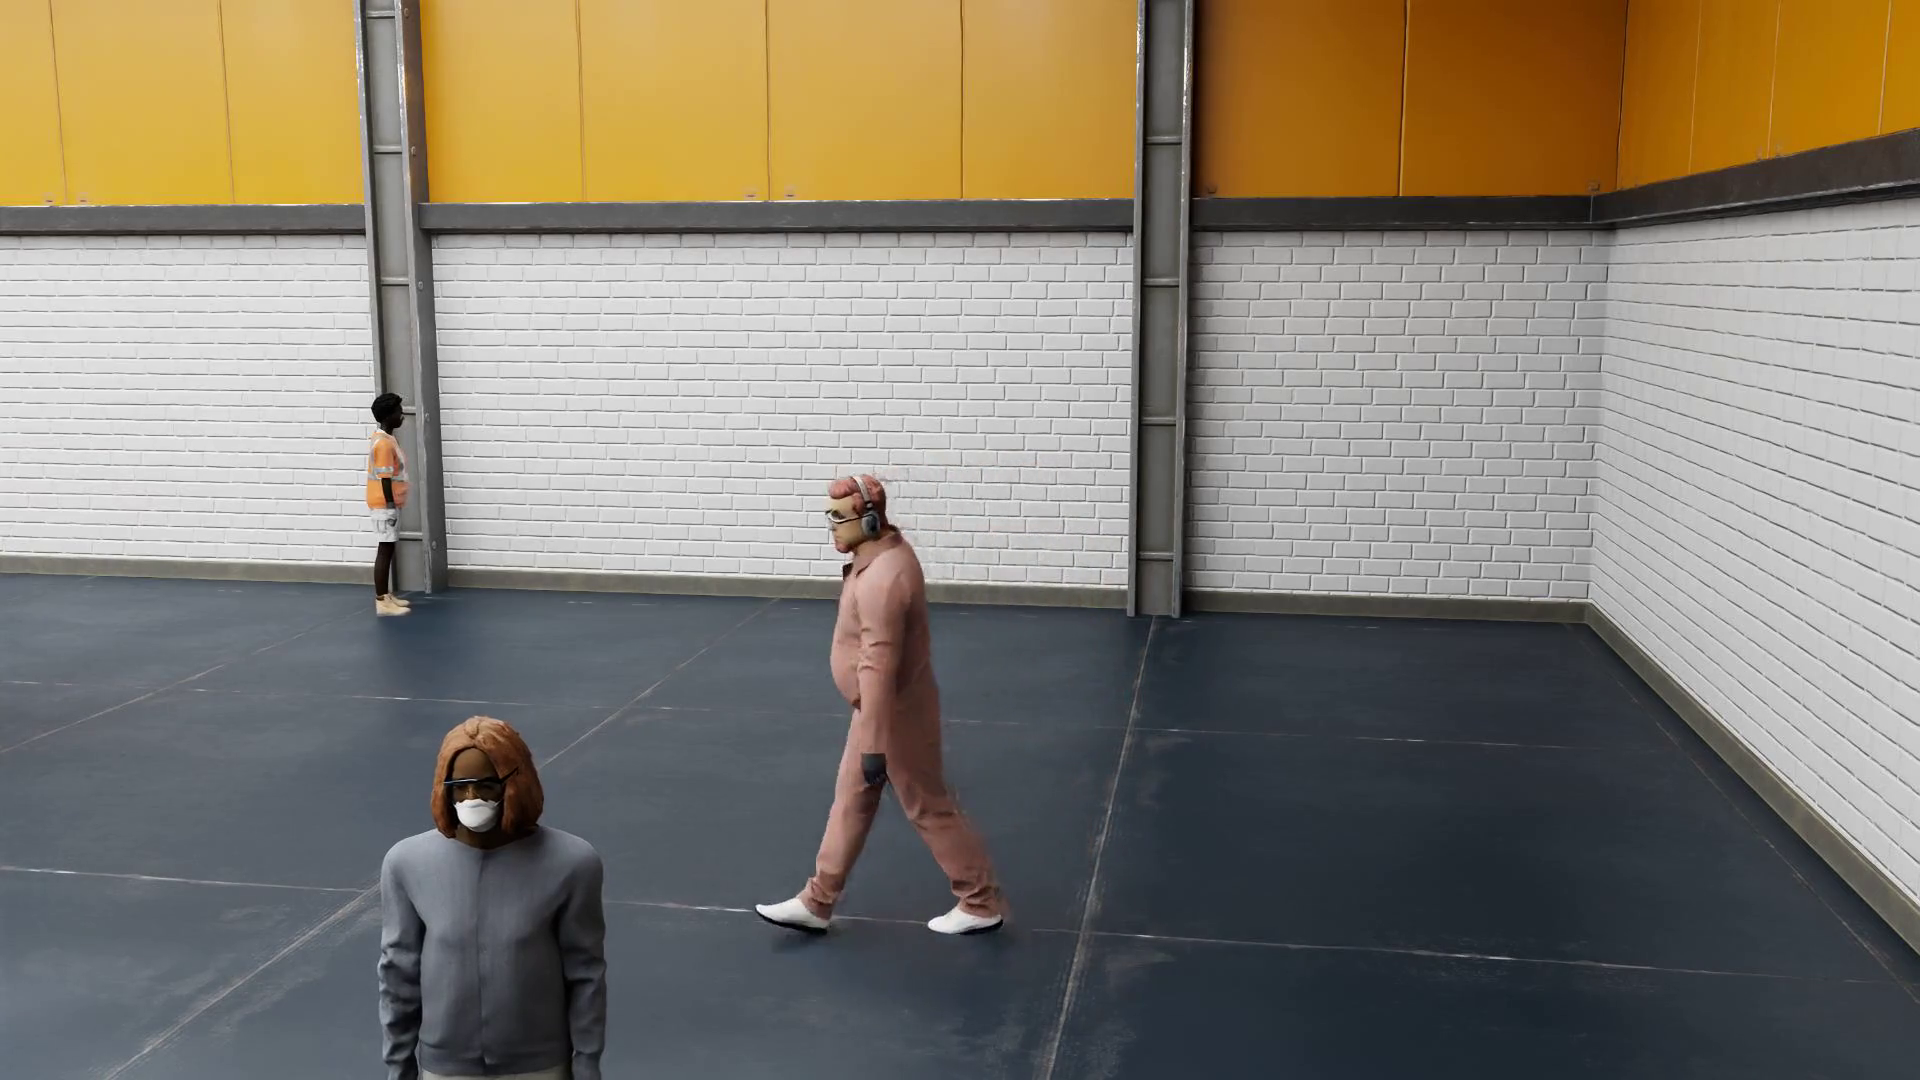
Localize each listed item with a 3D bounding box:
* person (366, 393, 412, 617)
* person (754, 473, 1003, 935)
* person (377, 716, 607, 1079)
[{"bbox_3d":[-4.327,-0.268,12.592,0.321,1.690,0.529,-3,10,-18],"label":"person"},{"bbox_3d":[-0.287,0.663,6.379,0.980,1.847,0.655,-1,9,-4],"label":"person"},{"bbox_3d":[-1.043,1.192,3.747,0.500,1.633,0.284,-1,9,-7],"label":"person"}]
